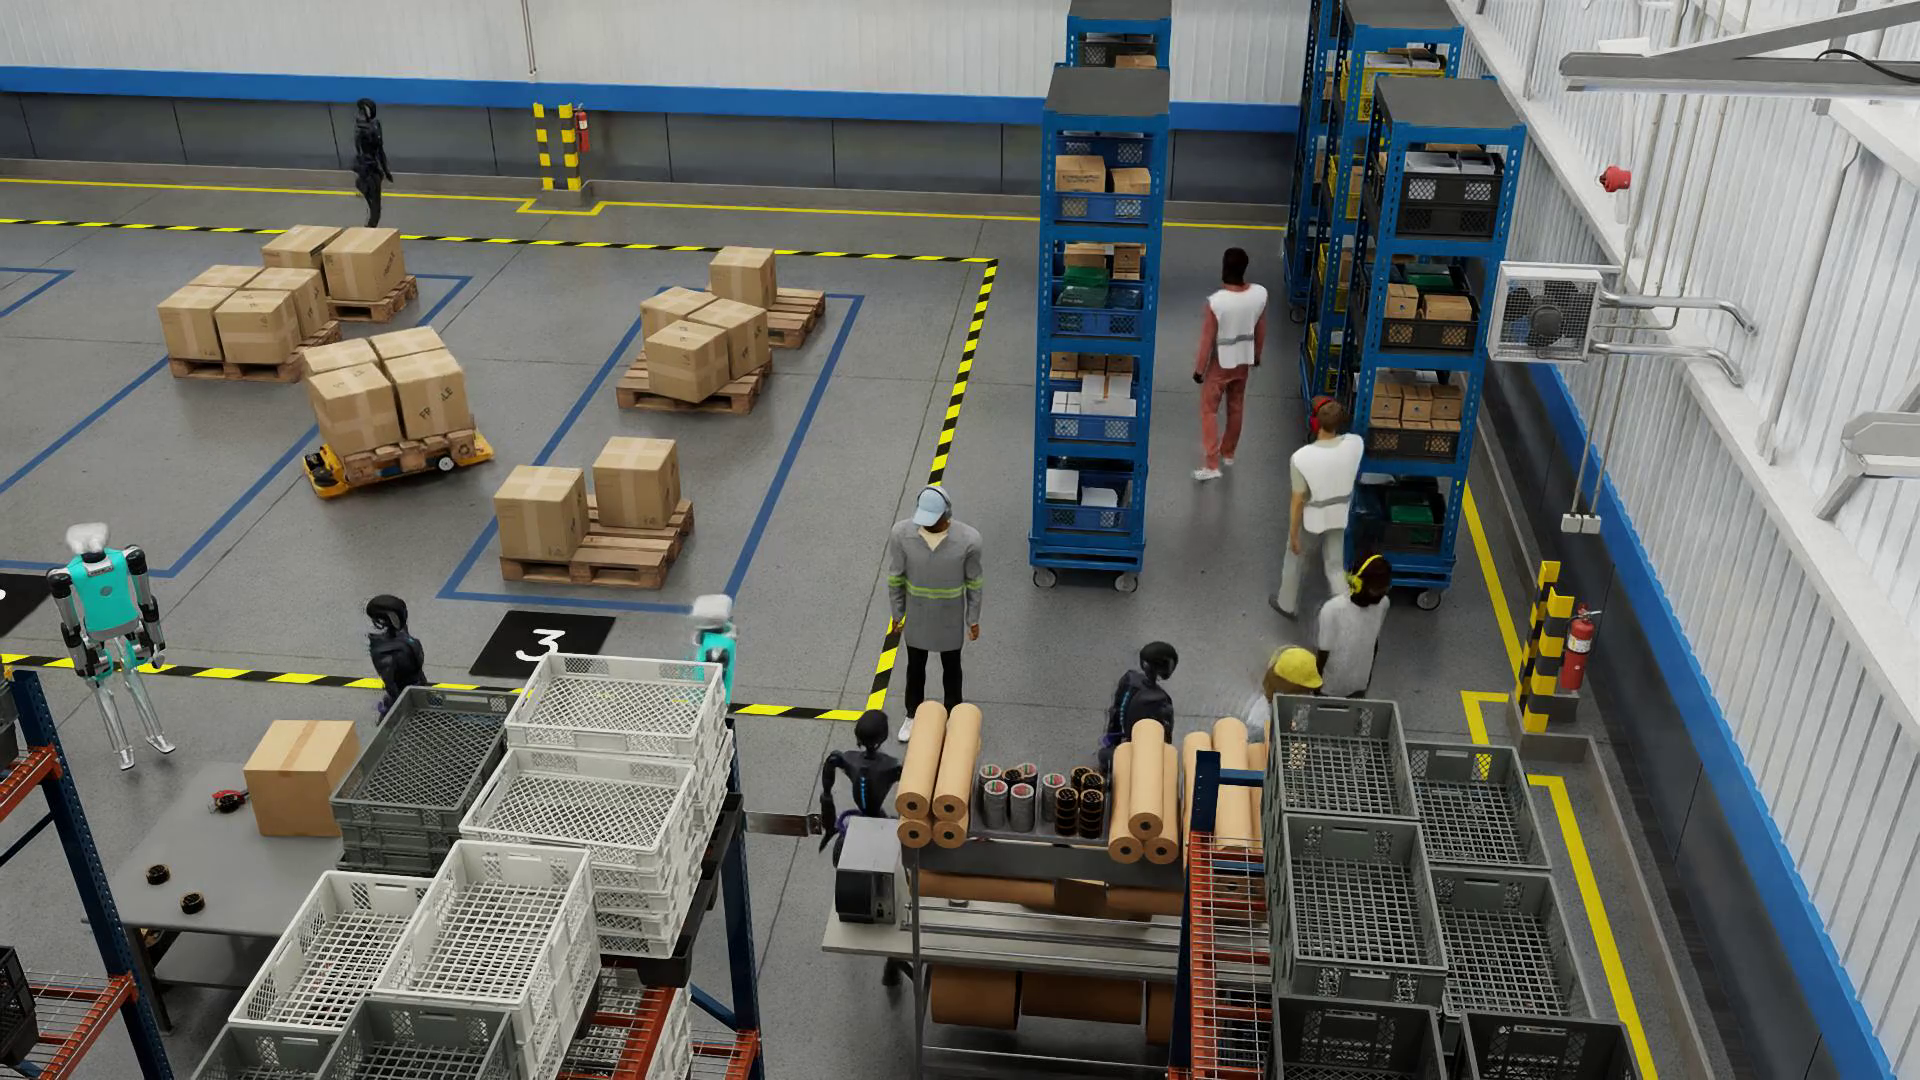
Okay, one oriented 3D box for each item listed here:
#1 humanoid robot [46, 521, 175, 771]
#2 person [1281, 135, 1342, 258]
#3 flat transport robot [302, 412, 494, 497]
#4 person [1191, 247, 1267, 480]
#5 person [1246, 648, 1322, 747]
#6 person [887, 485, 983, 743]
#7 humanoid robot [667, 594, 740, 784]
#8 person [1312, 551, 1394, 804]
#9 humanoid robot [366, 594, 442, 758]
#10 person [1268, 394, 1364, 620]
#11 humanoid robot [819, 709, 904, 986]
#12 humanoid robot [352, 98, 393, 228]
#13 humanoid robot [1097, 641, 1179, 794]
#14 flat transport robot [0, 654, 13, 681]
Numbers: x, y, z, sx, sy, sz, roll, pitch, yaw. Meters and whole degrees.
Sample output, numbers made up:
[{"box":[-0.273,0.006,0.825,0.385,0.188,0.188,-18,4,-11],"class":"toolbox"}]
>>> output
[{"box":[-5.159,0.579,10.090,0.533,1.673,0.735,-22,37,-33],"class":"humanoid robot"},{"box":[3.917,-3.844,17.740,0.937,1.817,0.507,-12,32,-20],"class":"person"},{"box":[-4.703,-0.736,13.910,1.431,0.197,0.652,-16,34,-25],"class":"flat transport robot"},{"box":[2.232,-1.436,13.504,0.735,1.918,0.541,-16,34,-26],"class":"person"},{"box":[1.725,1.288,9.042,0.940,1.684,0.484,23,37,34],"class":"person"},{"box":[-0.159,0.465,10.306,0.588,1.847,0.407,4,30,7],"class":"person"},{"box":[-1.661,1.142,9.300,0.946,1.803,0.566,-3,30,-5],"class":"humanoid robot"},{"box":[2.179,0.839,9.668,0.551,1.842,0.665,-12,32,-20],"class":"person"},{"box":[-3.172,1.003,9.583,0.627,1.634,0.601,-4,30,-7],"class":"humanoid robot"},{"box":[2.475,-0.121,11.344,0.567,1.816,0.870,-9,31,-15],"class":"person"},{"box":[-0.465,1.562,8.619,0.596,1.626,0.503,7,31,11],"class":"humanoid robot"},{"box":[-6.464,-4.014,18.177,0.433,1.643,0.596,4,30,7],"class":"humanoid robot"},{"box":[0.937,1.283,9.130,0.801,1.617,0.609,-14,33,-23],"class":"humanoid robot"},{"box":[-7.142,0.969,11.010,1.431,0.231,0.659,3,30,6],"class":"flat transport robot"}]
